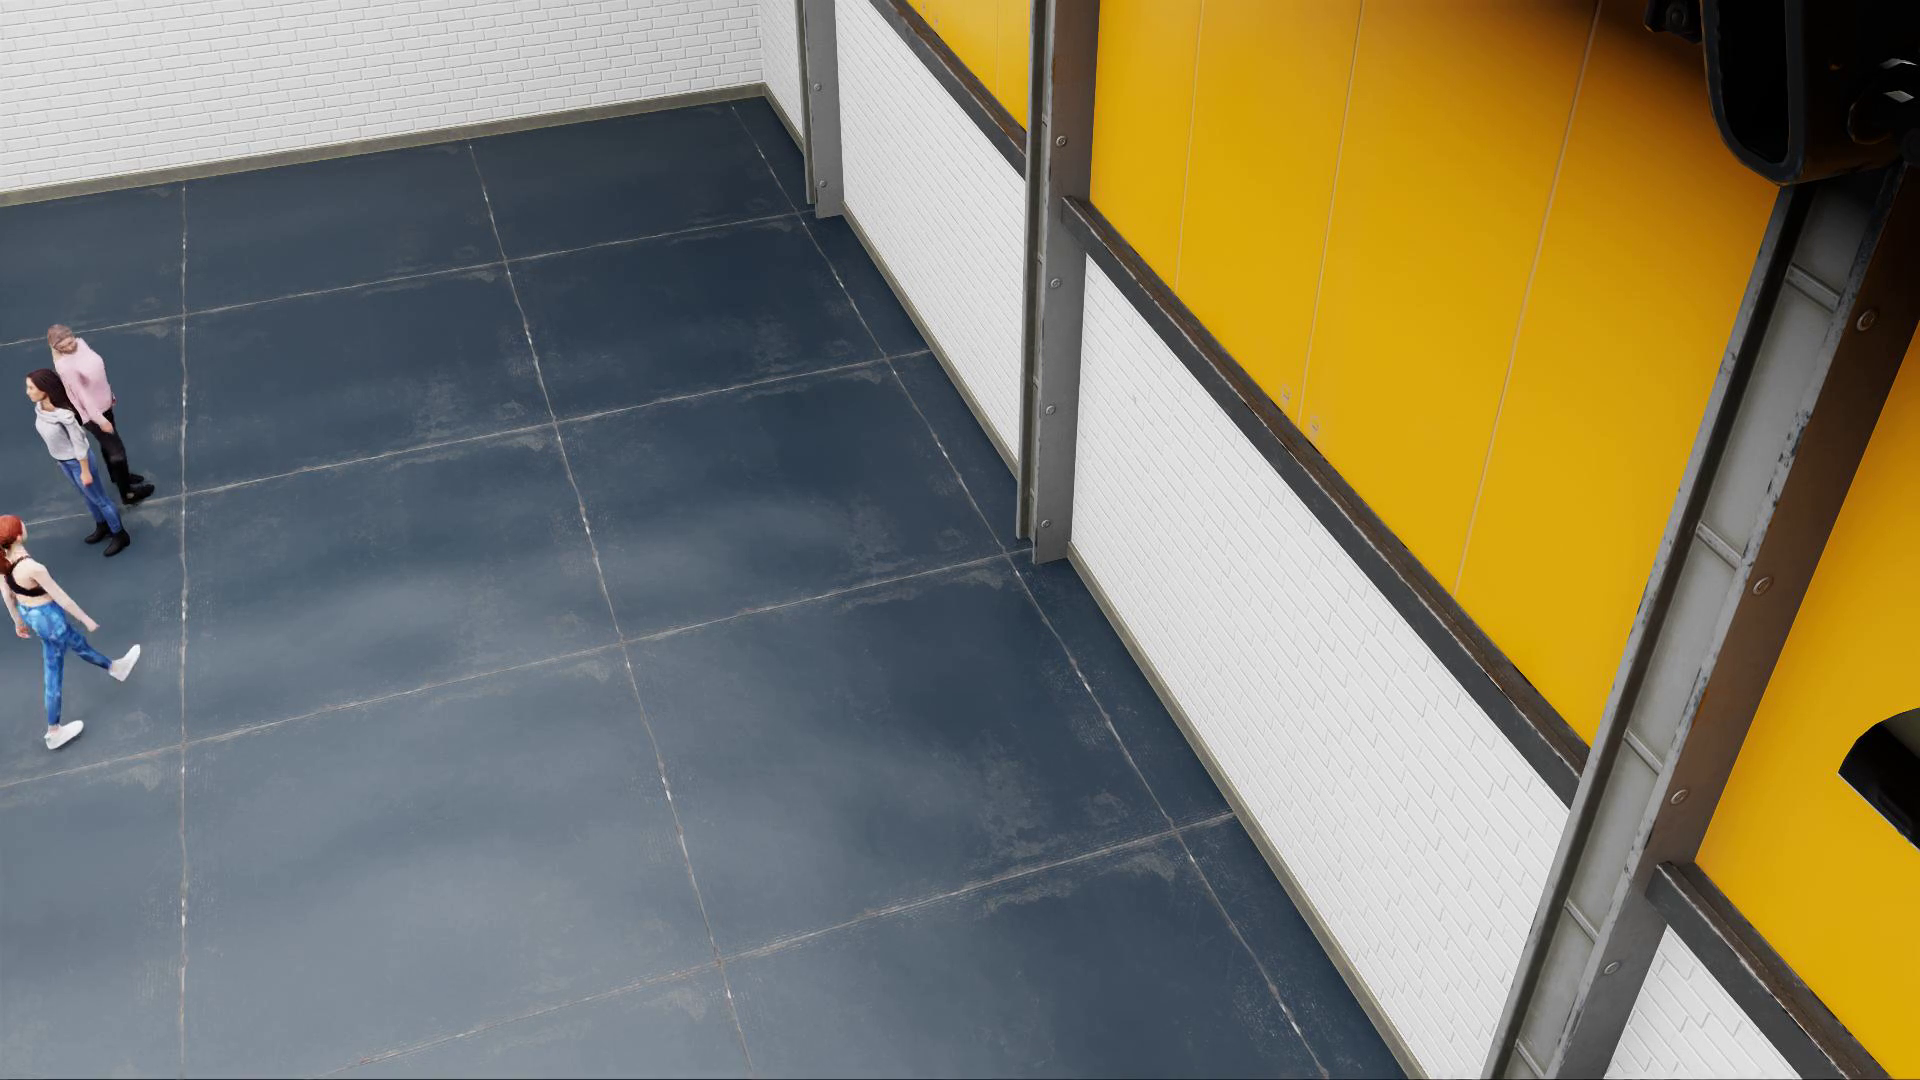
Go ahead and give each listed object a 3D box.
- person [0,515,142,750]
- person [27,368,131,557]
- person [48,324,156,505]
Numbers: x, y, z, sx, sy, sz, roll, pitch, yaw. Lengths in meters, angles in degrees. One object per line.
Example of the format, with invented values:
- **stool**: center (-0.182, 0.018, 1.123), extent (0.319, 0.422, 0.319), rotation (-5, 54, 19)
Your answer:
- **person**: center (-6.013, 0.638, 10.847), extent (1.103, 1.743, 1.151), rotation (16, 41, 19)
- **person**: center (-6.625, -0.604, 12.491), extent (0.611, 1.633, 0.736), rotation (29, 47, 31)
- **person**: center (-6.775, -0.992, 12.959), extent (0.728, 1.654, 0.593), rotation (-16, 41, -19)
